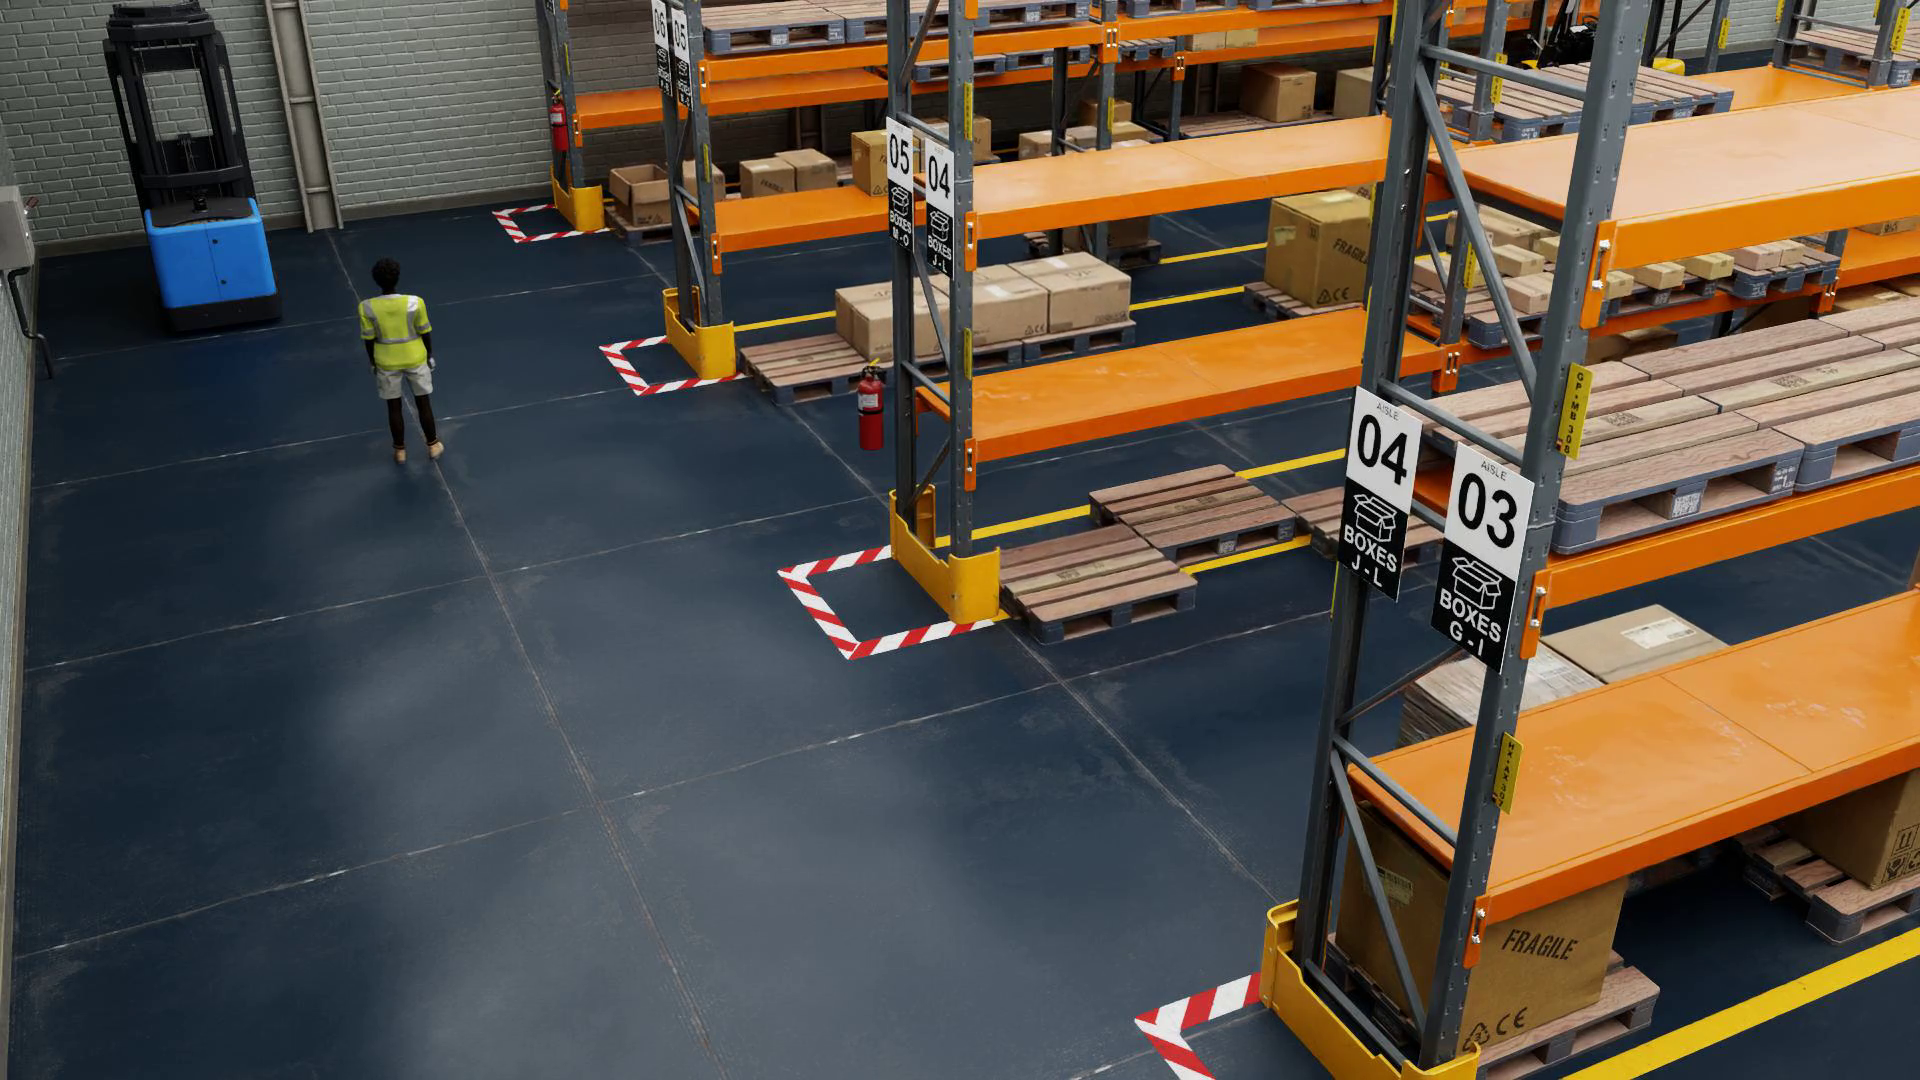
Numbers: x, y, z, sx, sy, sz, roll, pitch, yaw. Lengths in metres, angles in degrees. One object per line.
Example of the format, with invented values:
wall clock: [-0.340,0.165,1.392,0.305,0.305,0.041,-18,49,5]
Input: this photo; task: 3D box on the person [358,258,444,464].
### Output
person: [-4.458,-1.424,13.277,0.540,1.695,0.315,-8,29,-14]

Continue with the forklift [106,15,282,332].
forklift: [-7.548,-3.672,16.323,1.129,2.768,1.873,-12,30,-22]

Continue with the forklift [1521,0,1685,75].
forklift: [8.950,-6.807,23.056,1.214,2.155,2.313,-12,30,-22]
